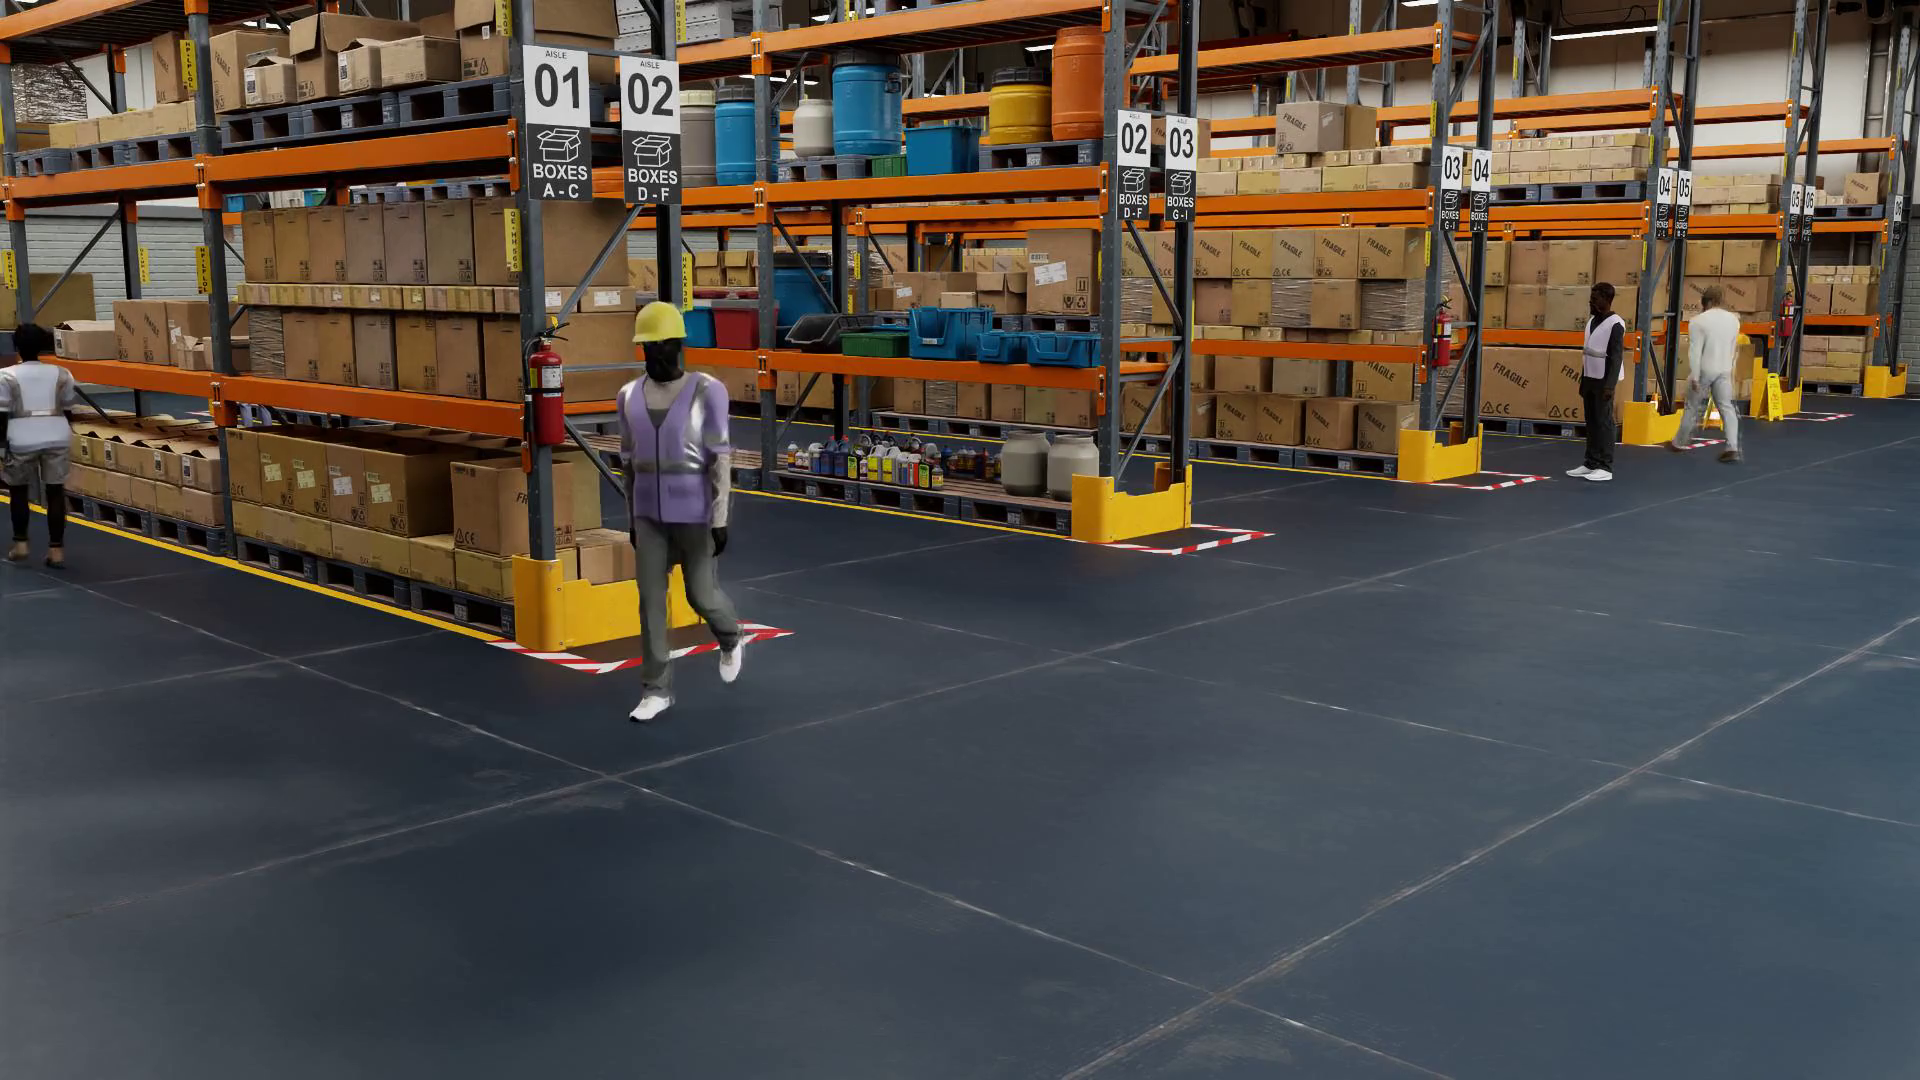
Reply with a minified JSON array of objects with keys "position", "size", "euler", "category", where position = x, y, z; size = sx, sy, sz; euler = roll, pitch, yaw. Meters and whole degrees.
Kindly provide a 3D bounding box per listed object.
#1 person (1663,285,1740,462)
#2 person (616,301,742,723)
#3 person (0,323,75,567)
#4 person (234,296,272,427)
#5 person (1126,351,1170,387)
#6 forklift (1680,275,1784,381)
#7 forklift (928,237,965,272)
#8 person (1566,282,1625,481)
[{"position":[8.049,-1.791,17.875],"size":[0.635,1.884,1.086],"euler":[-2,9,-12],"category":"person"},{"position":[-1.308,-0.156,7.746],"size":[0.593,1.909,0.755],"euler":[3,10,17],"category":"person"},{"position":[-6.411,-0.660,11.549],"size":[0.536,1.672,0.602],"euler":[-8,12,-40],"category":"person"},{"position":[-8.169,-1.939,19.110],"size":[0.306,1.770,0.525],"euler":[7,12,37],"category":"person"},{"position":[2.403,-2.276,20.964],"size":[0.515,1.843,0.725],"euler":[-8,12,-41],"category":"person"},{"position":[12.480,-3.427,27.053],"size":[1.214,2.155,2.313],"euler":[9,13,43],"category":"forklift"},{"position":[-0.326,-5.817,39.609],"size":[1.129,2.768,1.873],"euler":[9,13,43],"category":"forklift"},{"position":[6.270,-1.555,16.286],"size":[0.392,1.920,0.593],"euler":[-1,9,-8],"category":"person"}]
